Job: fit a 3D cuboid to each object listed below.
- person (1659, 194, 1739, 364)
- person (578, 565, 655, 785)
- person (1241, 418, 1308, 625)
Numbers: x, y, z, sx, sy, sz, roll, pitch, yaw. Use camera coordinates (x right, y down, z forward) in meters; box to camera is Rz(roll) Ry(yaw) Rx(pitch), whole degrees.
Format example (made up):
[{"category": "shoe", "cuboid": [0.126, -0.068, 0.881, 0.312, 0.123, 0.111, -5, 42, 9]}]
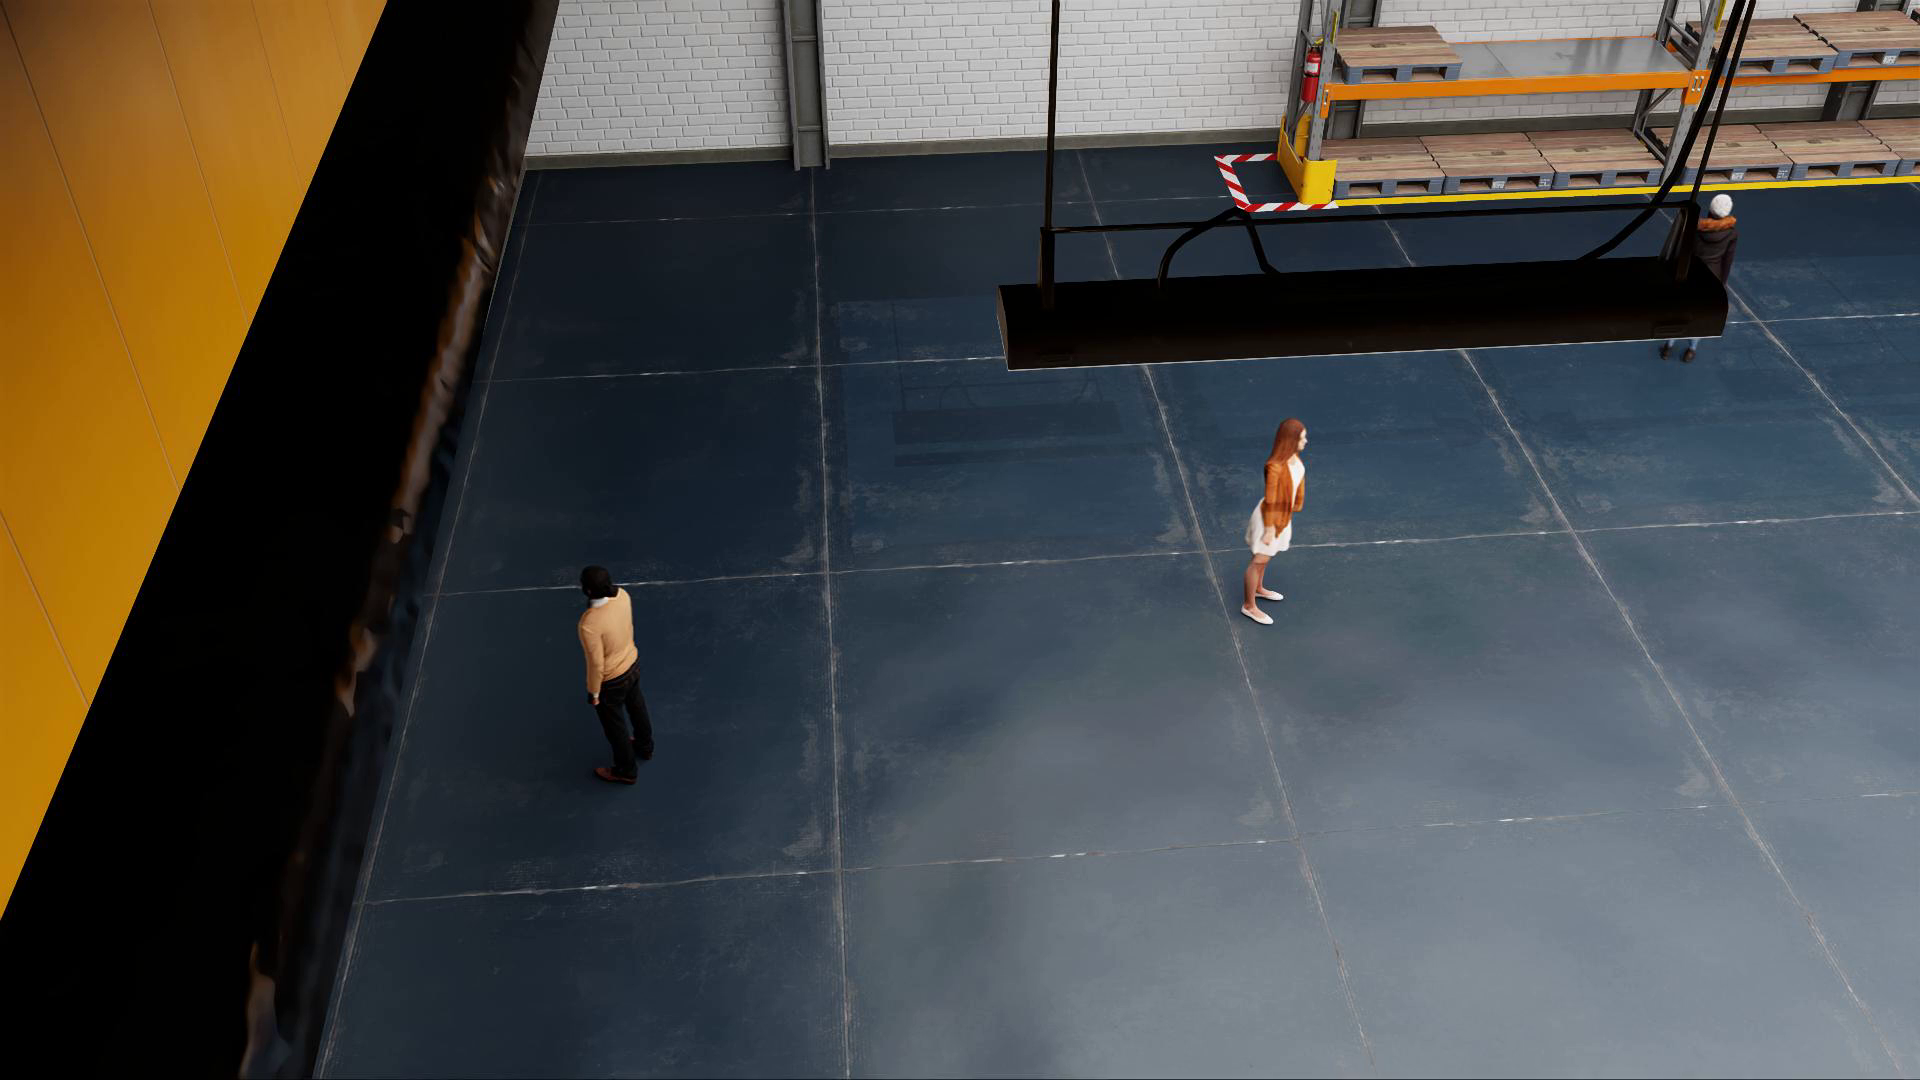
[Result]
[{"category": "person", "cuboid": [6.649, -2.354, 14.958, 0.670, 1.635, 0.782, 12, 40, 14]}, {"category": "person", "cuboid": [-2.262, 0.861, 10.837, 0.736, 1.754, 0.749, 14, 41, 16]}, {"category": "person", "cuboid": [2.282, -0.178, 12.164, 0.728, 1.722, 0.705, 17, 42, 20]}]
